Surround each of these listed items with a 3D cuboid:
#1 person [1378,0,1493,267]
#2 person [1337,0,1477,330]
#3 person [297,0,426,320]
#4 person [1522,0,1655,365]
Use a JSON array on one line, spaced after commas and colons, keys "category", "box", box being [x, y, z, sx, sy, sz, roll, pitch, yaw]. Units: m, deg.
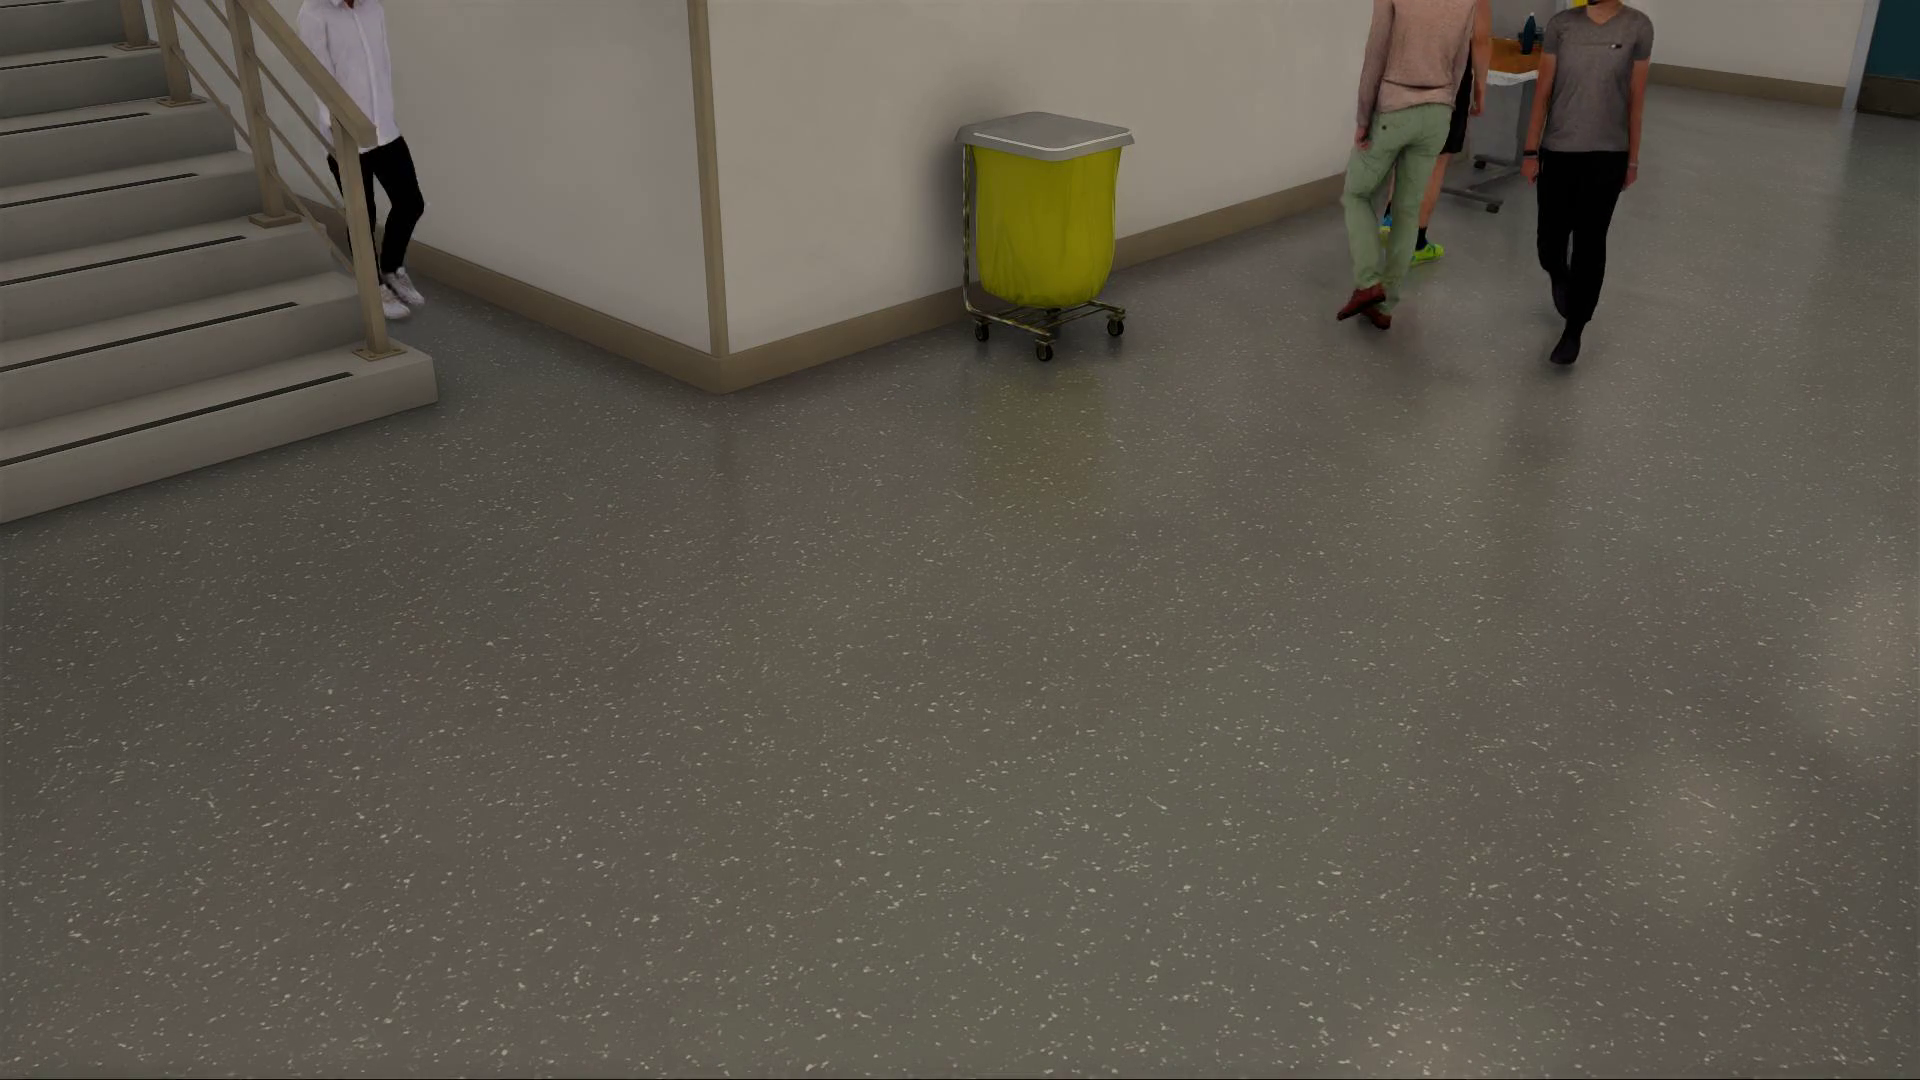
[{"category": "person", "box": [2.326, -2.290, 8.319, 0.634, 1.882, 0.755, 23, 34, 39]}, {"category": "person", "box": [2.018, -1.801, 7.349, 0.847, 1.845, 0.905, -4, 26, -9]}, {"category": "person", "box": [-2.797, -1.893, 7.592, 0.642, 1.800, 0.660, 17, 30, 31]}, {"category": "person", "box": [2.730, -1.697, 7.272, 1.119, 1.723, 0.945, 10, 28, 20]}]
